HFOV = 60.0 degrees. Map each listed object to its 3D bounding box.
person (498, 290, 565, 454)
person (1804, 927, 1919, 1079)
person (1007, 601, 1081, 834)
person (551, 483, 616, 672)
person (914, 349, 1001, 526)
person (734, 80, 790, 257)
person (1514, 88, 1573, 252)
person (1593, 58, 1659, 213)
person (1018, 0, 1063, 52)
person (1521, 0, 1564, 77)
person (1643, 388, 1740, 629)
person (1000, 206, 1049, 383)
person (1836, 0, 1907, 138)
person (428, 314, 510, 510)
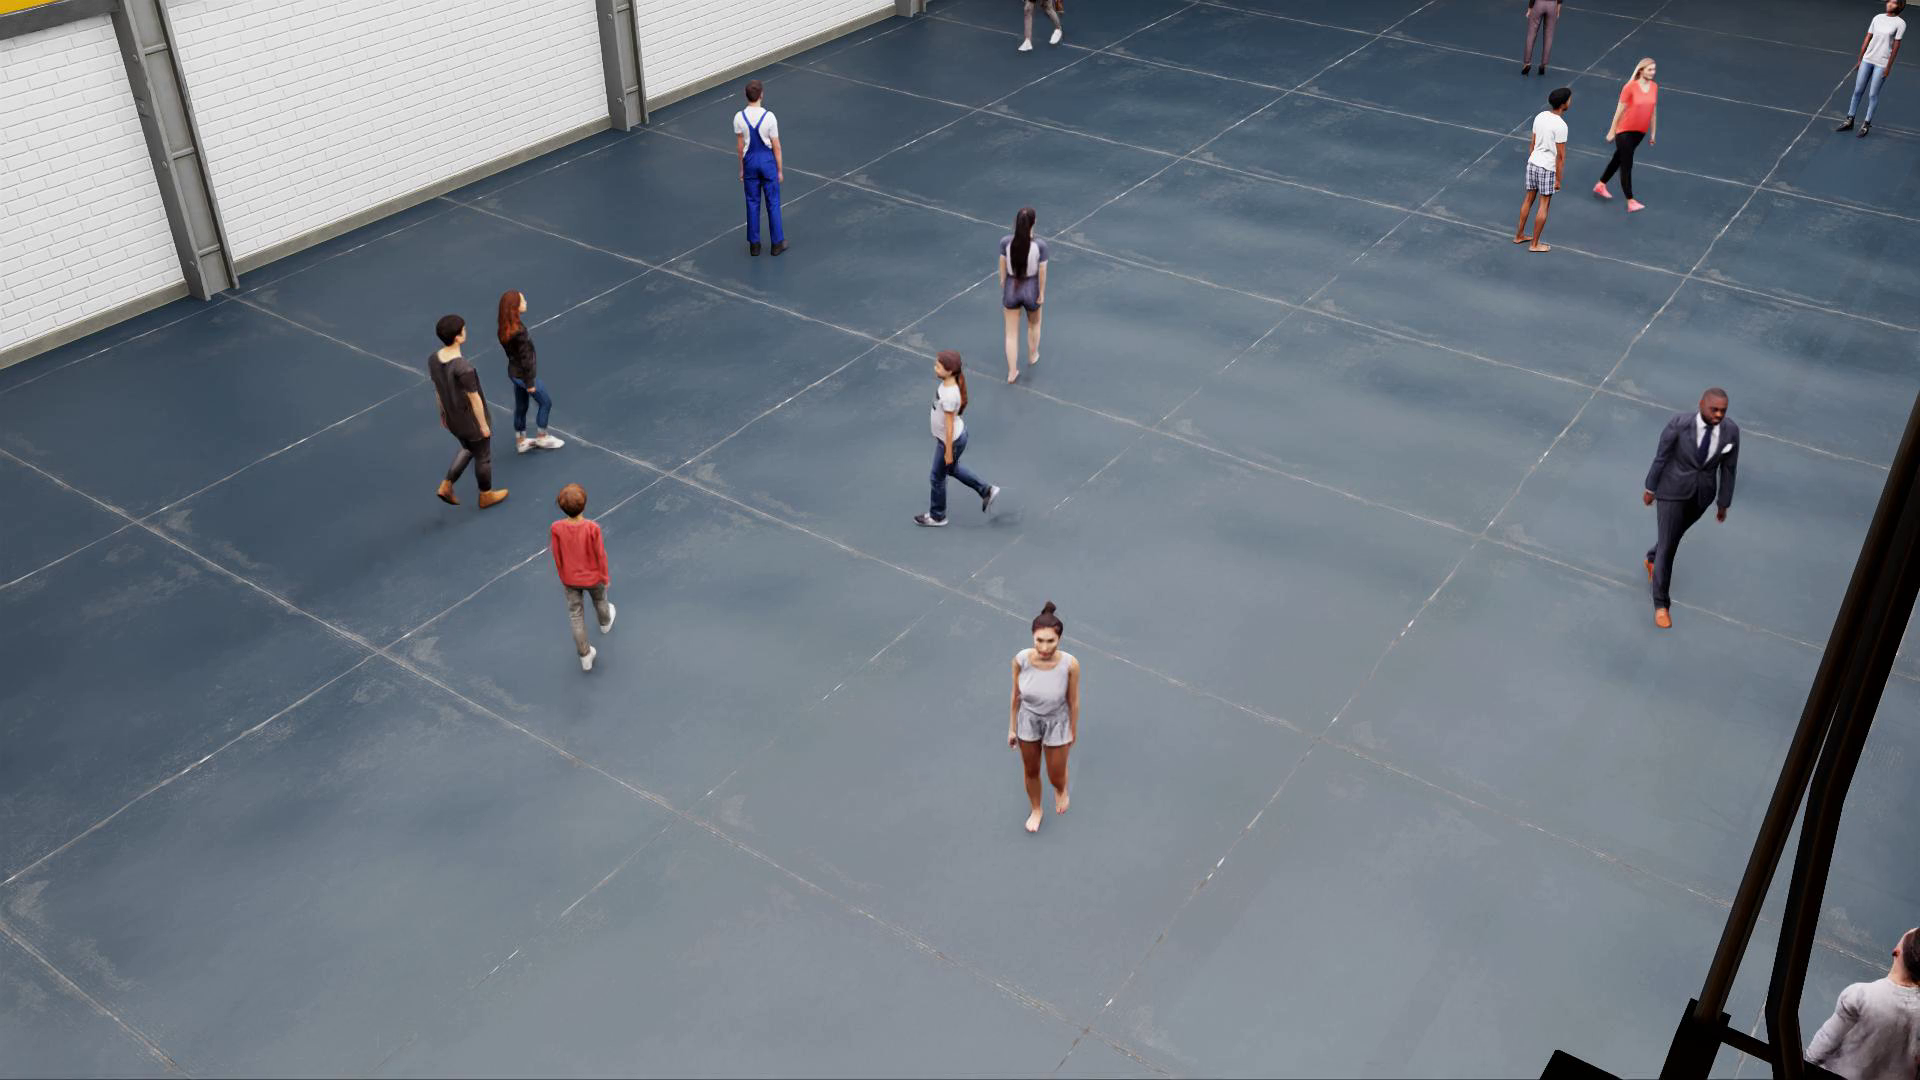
[{"bbox_3d":[-3.723,-1.379,13.921,0.687,1.472,0.669,-23,40,-30],"label":"person"},{"bbox_3d":[4.241,2.532,7.712,0.819,1.831,0.824,2,34,3],"label":"person"},{"bbox_3d":[0.523,1.060,10.133,0.652,1.603,0.683,8,35,12],"label":"person"},{"bbox_3d":[-2.622,0.283,11.490,0.829,1.395,0.934,-2,34,-2],"label":"person"},{"bbox_3d":[-0.021,-0.794,12.971,0.888,1.550,0.925,1,34,2],"label":"person"},{"bbox_3d":[-2.089,-3.876,17.336,0.718,1.850,0.727,3,34,5],"label":"person"},{"bbox_3d":[6.141,-3.905,17.485,0.720,1.734,0.711,-12,36,-18],"label":"person"},{"bbox_3d":[7.392,-4.535,18.516,1.134,1.642,1.089,-11,35,-16],"label":"person"},{"bbox_3d":[1.191,-7.792,23.268,0.731,1.805,1.107,23,40,30],"label":"person"},{"bbox_3d":[7.834,-7.074,22.309,0.671,1.672,0.665,5,34,8],"label":"person"},{"bbox_3d":[5.246,-0.341,12.088,1.111,1.771,1.313,2,34,3],"label":"person"},{"bbox_3d":[0.548,-2.170,14.972,0.811,1.626,0.946,4,34,6],"label":"person"},{"bbox_3d":[11.238,-5.839,20.408,0.637,1.719,0.650,-21,39,-28],"label":"person"},{"bbox_3d":[-3.940,-0.957,13.076,0.652,1.705,0.823,25,41,32],"label":"person"}]
